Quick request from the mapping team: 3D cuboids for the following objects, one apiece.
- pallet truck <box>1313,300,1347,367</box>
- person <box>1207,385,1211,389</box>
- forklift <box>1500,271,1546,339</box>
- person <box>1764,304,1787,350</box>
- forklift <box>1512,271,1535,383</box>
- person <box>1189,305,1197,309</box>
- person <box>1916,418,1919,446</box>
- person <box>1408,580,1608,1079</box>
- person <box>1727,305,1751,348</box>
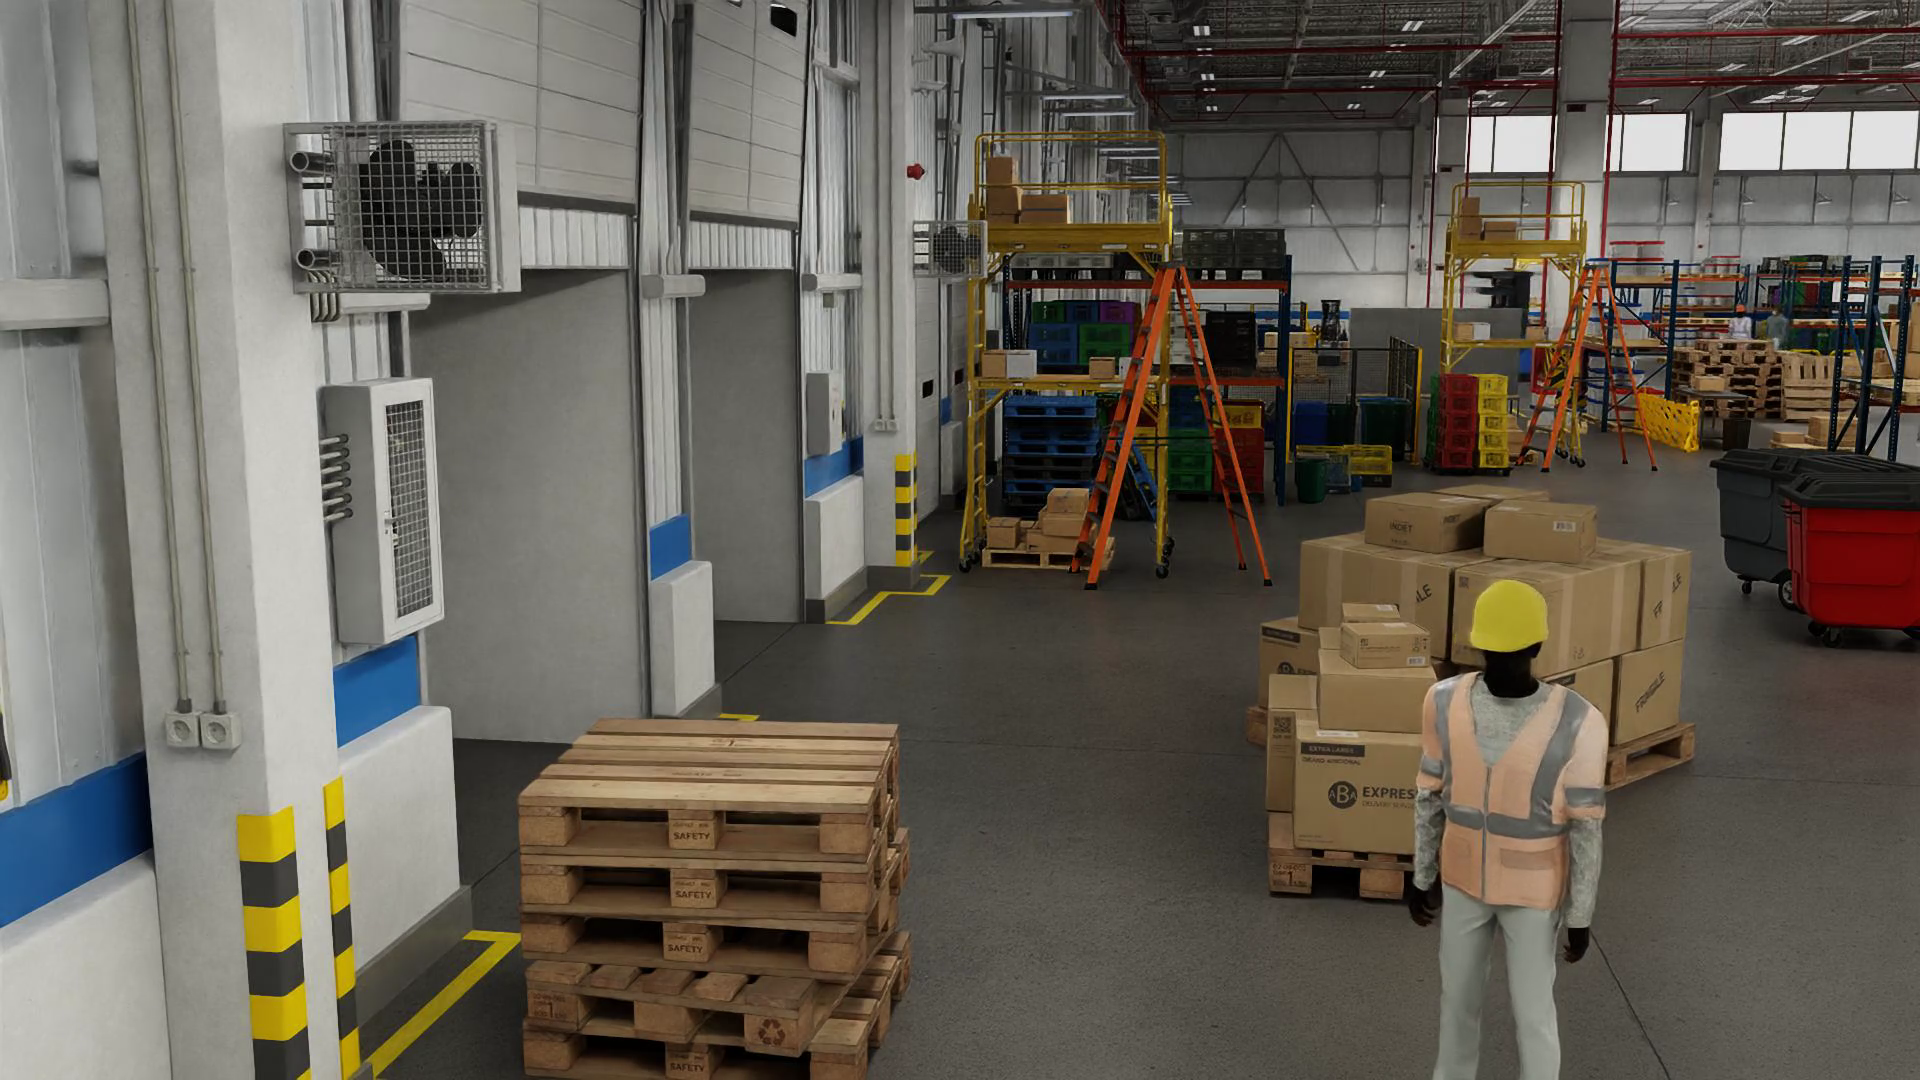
[{"bbox_3d":[11.159,-6.200,49.718,0.823,1.965,1.885,4,10,26],"label":"pallet truck"},{"bbox_3d":[5.230,-3.647,35.108,0.313,1.634,0.514,-5,10,-27],"label":"person"},{"bbox_3d":[15.164,-5.958,45.509,1.873,2.768,1.129,-3,10,-17],"label":"forklift"},{"bbox_3d":[22.537,-5.561,46.001,0.606,1.919,0.645,-3,10,-20],"label":"person"},{"bbox_3d":[13.973,-5.308,41.502,1.873,2.768,1.129,1,9,9],"label":"forklift"},{"bbox_3d":[6.236,-5.349,44.690,0.544,1.930,0.389,-5,11,-29],"label":"person"},{"bbox_3d":[15.745,-2.368,26.897,0.320,1.738,0.486,8,12,42],"label":"person"},{"bbox_3d":[1.678,1.063,5.182,0.590,1.918,0.398,8,12,41],"label":"person"},{"bbox_3d":[21.257,-5.456,45.439,0.573,1.891,0.981,7,11,36],"label":"person"}]
